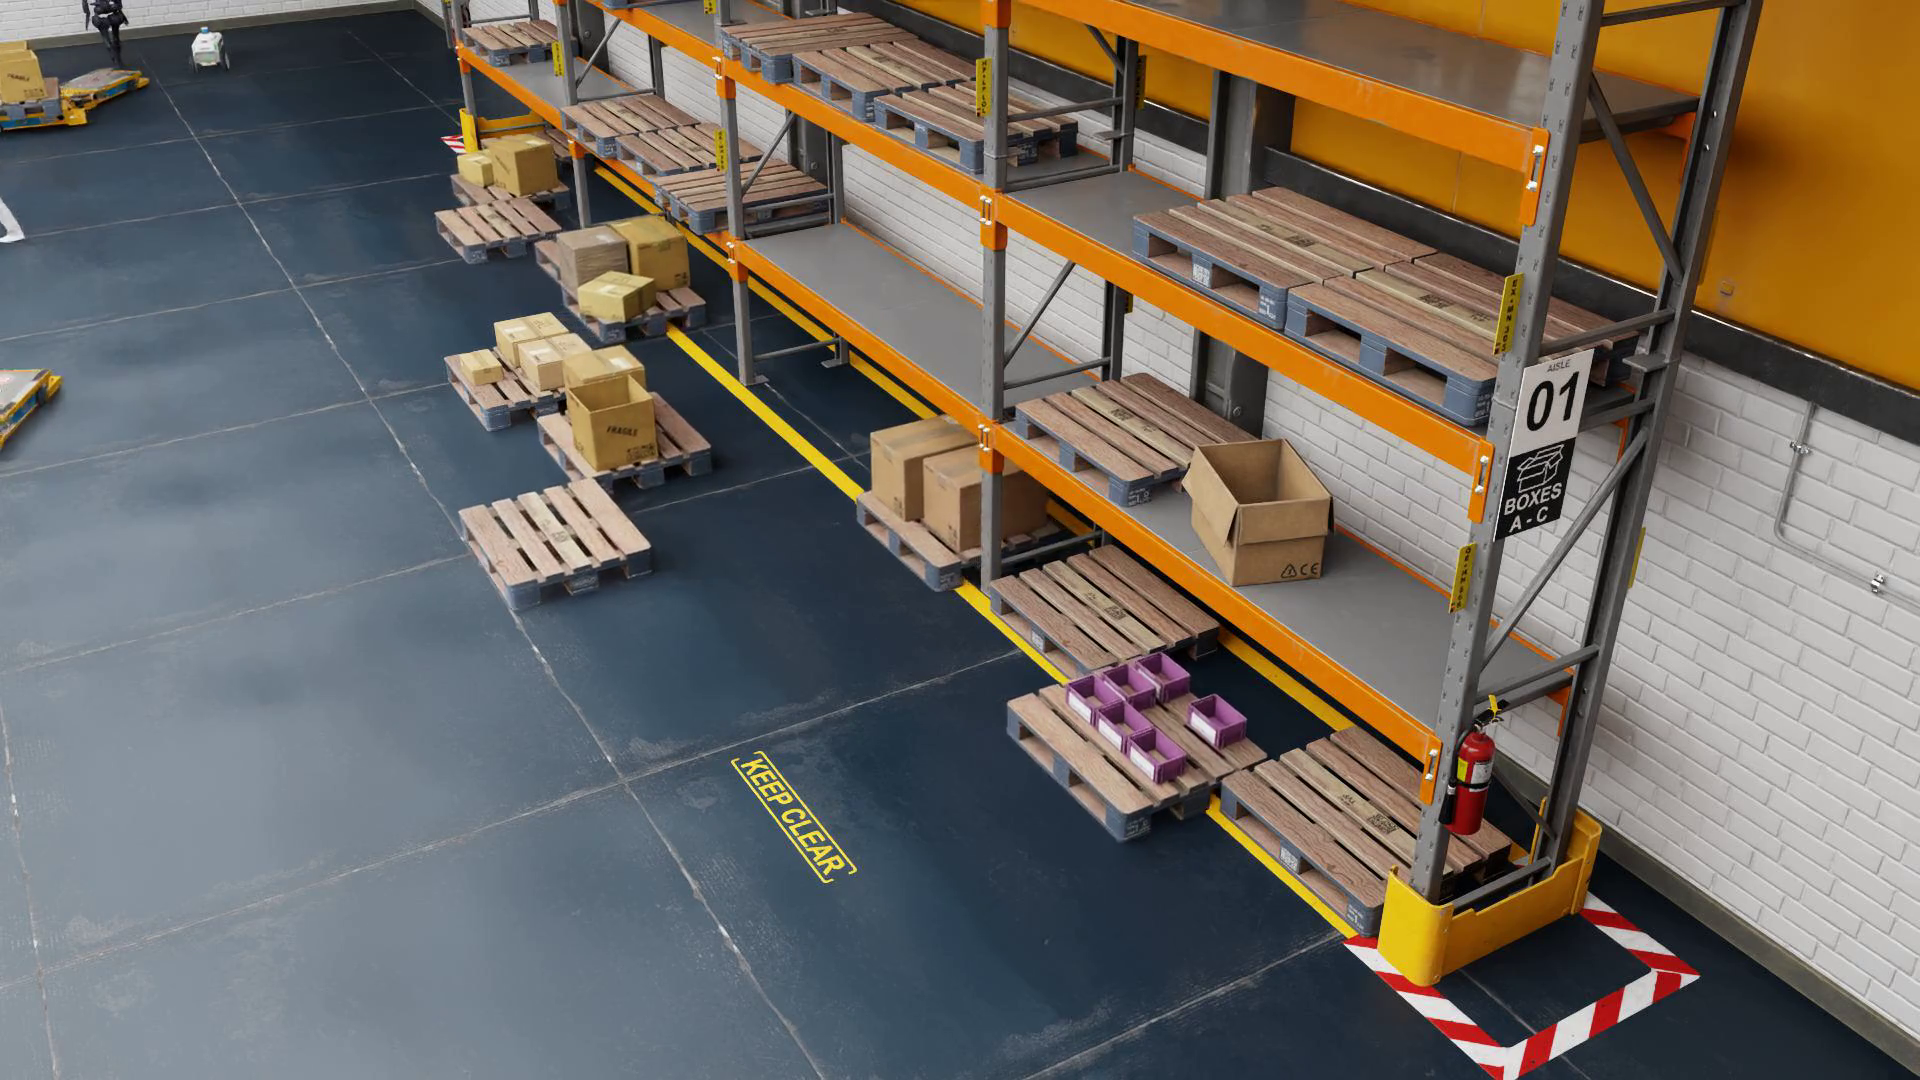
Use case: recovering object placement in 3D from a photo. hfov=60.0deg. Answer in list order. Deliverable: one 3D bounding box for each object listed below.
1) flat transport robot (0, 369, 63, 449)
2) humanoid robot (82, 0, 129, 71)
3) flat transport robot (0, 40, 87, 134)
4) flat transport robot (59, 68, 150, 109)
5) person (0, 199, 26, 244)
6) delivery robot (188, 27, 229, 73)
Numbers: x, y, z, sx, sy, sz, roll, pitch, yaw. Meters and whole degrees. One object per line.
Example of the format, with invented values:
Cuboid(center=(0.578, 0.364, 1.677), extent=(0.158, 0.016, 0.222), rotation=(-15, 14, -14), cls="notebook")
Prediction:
Cuboid(center=(-7.901, -1.046, 13.478), extent=(0.659, 0.231, 1.431), rotation=(-2, 30, -4), cls="flat transport robot")
Cuboid(center=(-11.953, -7.350, 23.210), extent=(0.683, 1.628, 0.611), rotation=(18, 34, 29), cls="humanoid robot")
Cuboid(center=(-11.895, -5.364, 21.102), extent=(1.431, 0.231, 0.659), rotation=(-13, 32, -22), cls="flat transport robot")
Cuboid(center=(-11.594, -6.053, 22.318), extent=(0.659, 0.231, 1.431), rotation=(4, 30, 8), cls="flat transport robot")
Cuboid(center=(-10.190, -3.842, 16.985), extent=(0.894, 1.646, 0.469), rotation=(-2, 30, -4), cls="person")
Cuboid(center=(-10.686, -6.965, 23.653), extent=(0.499, 0.609, 0.807), rotation=(-8, 30, -13), cls="delivery robot")
